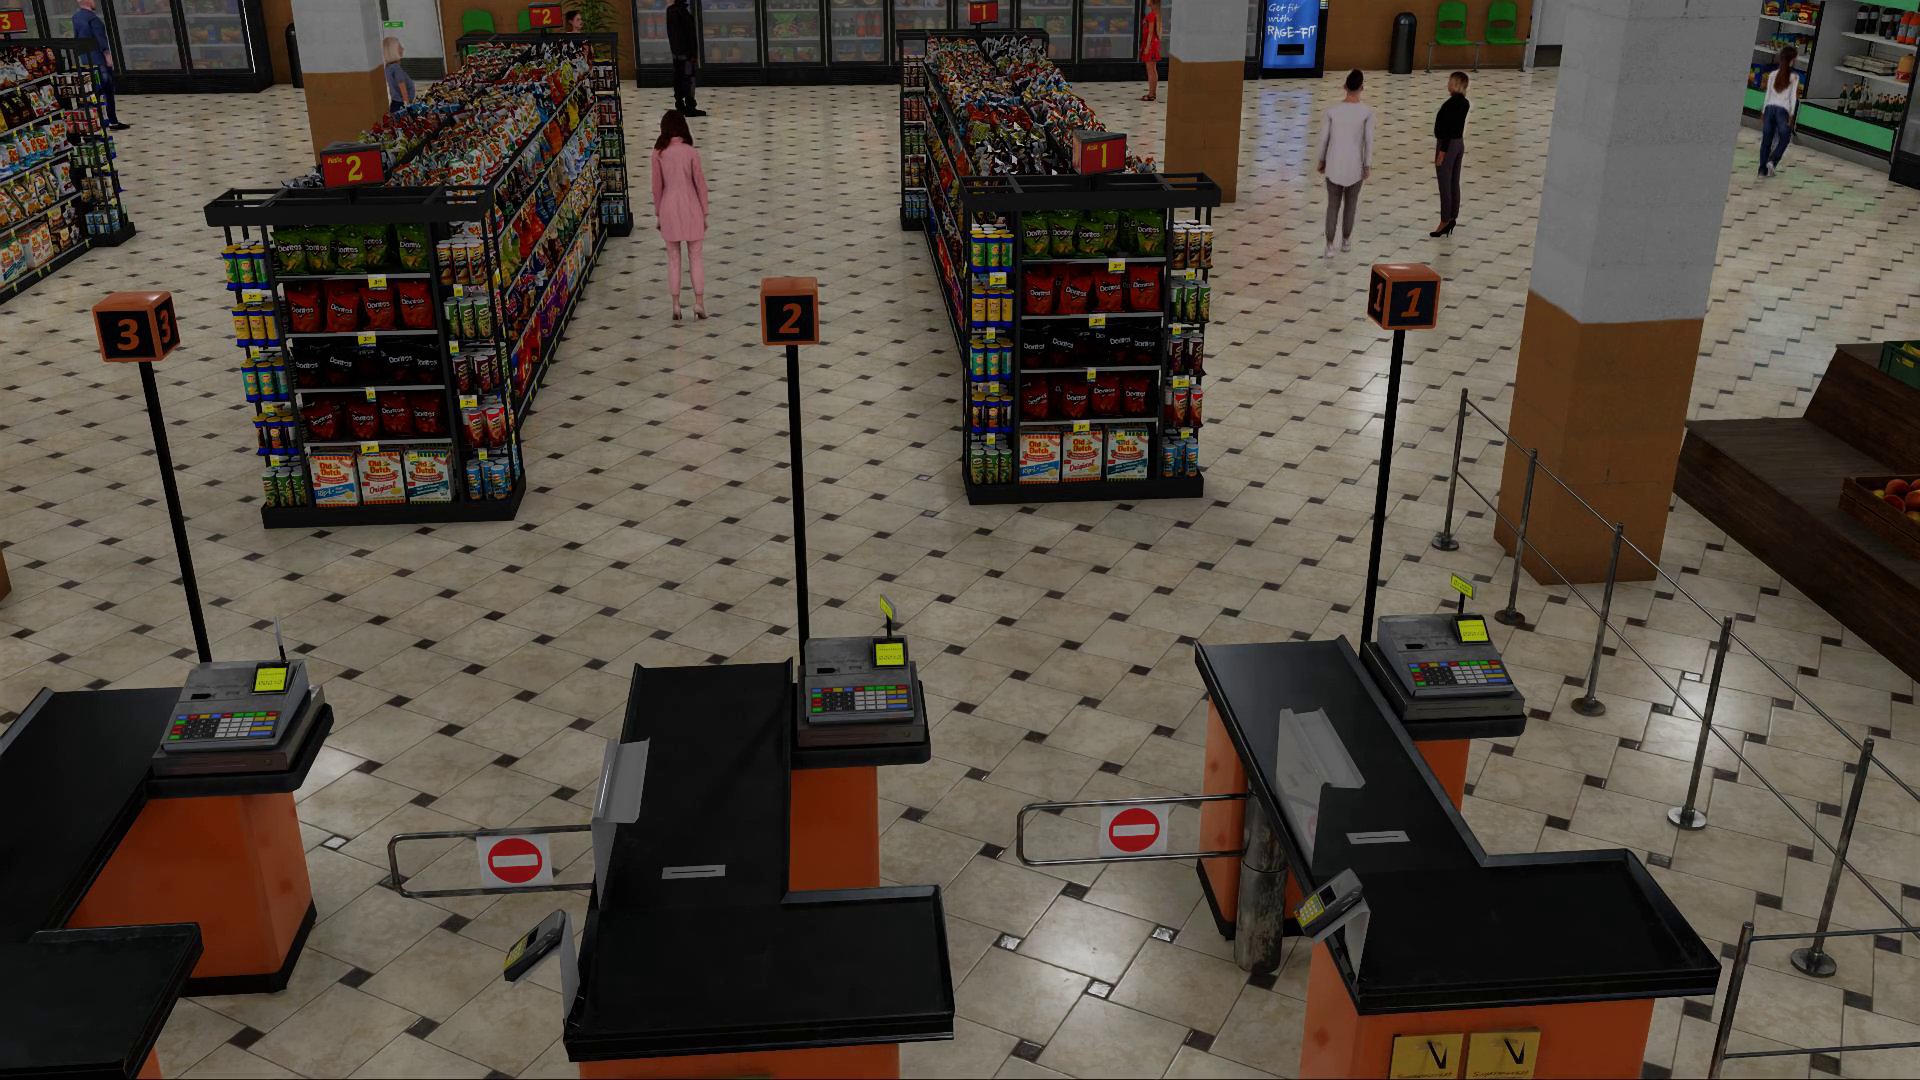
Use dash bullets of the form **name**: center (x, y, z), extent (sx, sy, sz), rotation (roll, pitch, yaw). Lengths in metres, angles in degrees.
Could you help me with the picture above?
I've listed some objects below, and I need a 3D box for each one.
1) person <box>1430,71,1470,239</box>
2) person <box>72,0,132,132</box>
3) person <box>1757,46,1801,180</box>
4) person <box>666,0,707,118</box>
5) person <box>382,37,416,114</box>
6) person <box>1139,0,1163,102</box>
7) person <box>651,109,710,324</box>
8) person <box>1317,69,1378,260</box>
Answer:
- **person**: center (5.055, -3.968, 17.132), extent (0.743, 1.670, 0.682), rotation (18, 30, 36)
- **person**: center (-11.900, -6.593, 22.938), extent (0.805, 1.824, 0.787), rotation (11, 26, 23)
- **person**: center (9.696, -5.057, 19.772), extent (0.738, 1.548, 0.806), rotation (17, 29, 33)
- **person**: center (-4.013, -7.067, 24.020), extent (0.852, 1.825, 0.772), rotation (-22, 32, -40)
- **person**: center (-6.497, -4.961, 19.337), extent (0.723, 1.722, 0.615), rotation (-16, 28, -33)
- **person**: center (2.929, -7.530, 25.367), extent (0.707, 1.593, 0.598), rotation (7, 25, 16)
- **person**: center (-2.382, -2.755, 14.193), extent (0.619, 1.803, 0.523), rotation (-1, 24, -2)
- **person**: center (3.716, -3.599, 16.121), extent (0.951, 1.803, 1.223), rotation (7, 25, 15)
